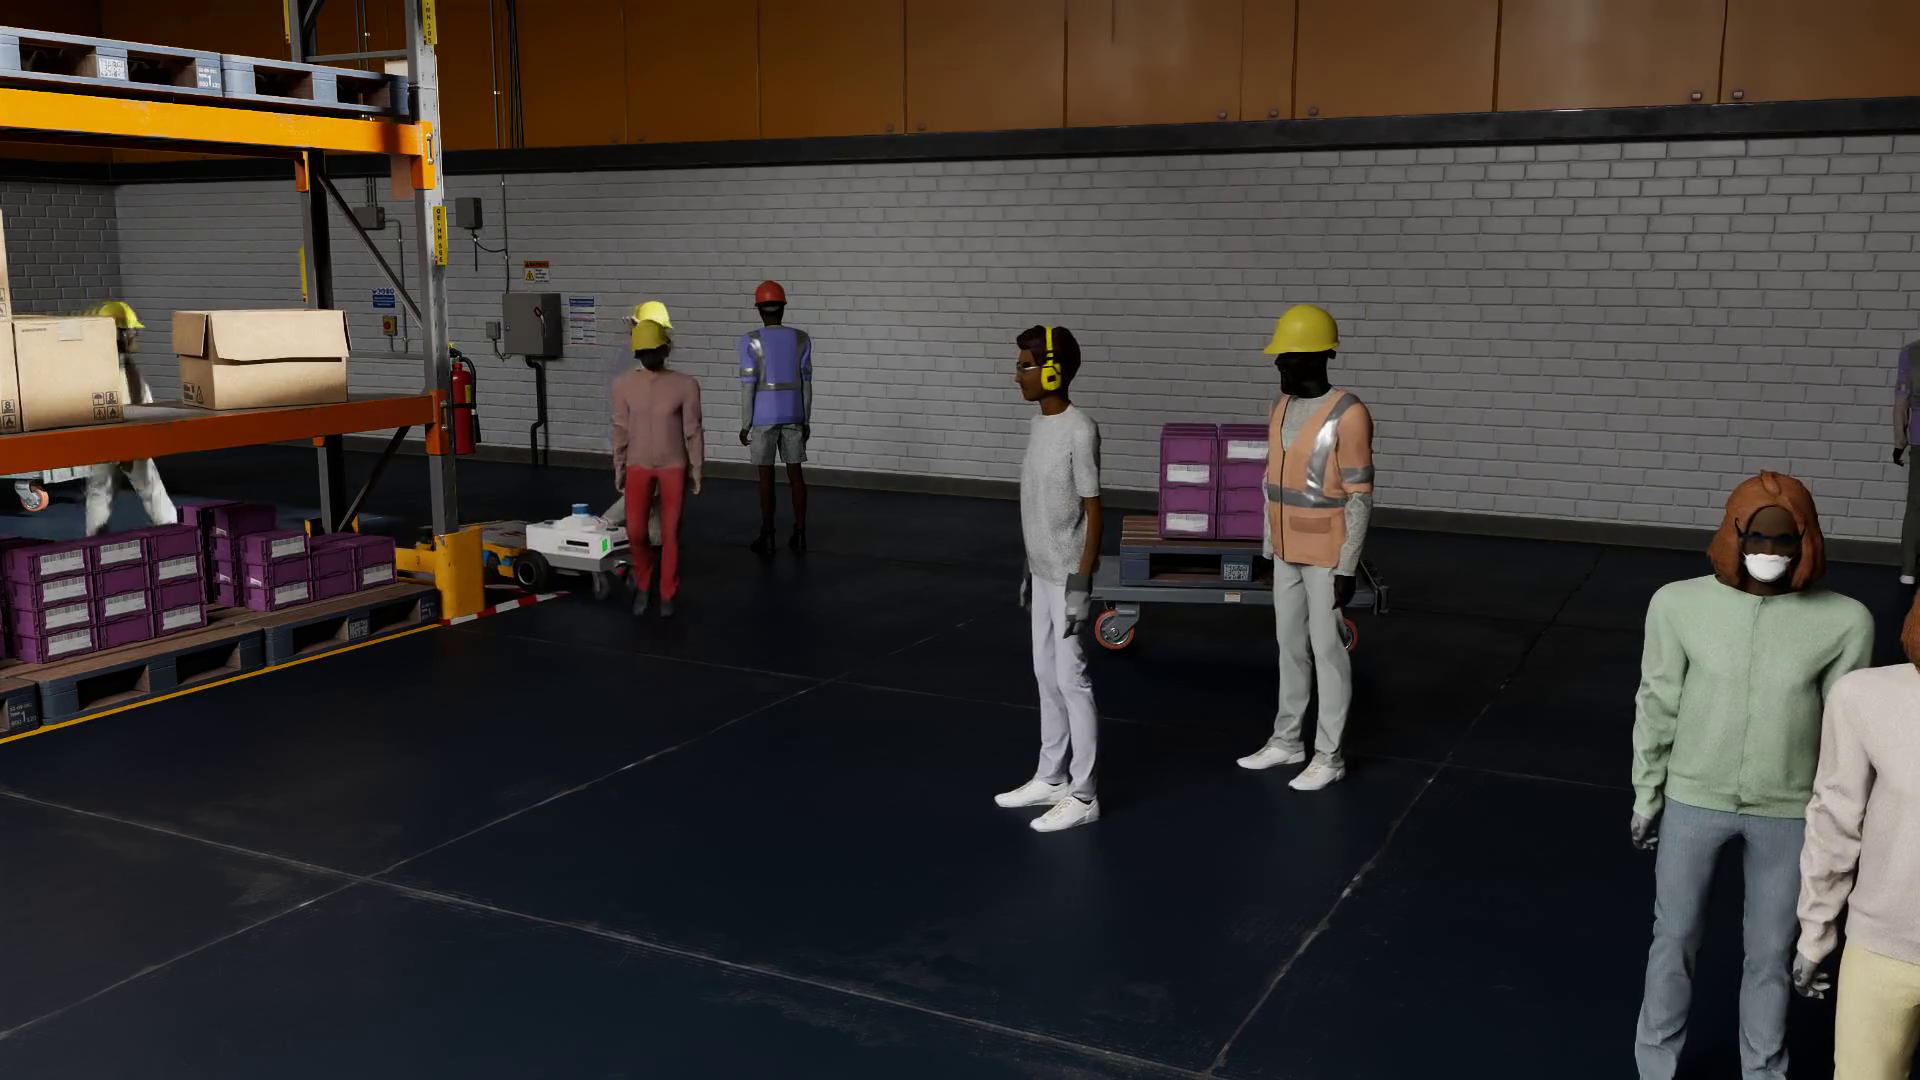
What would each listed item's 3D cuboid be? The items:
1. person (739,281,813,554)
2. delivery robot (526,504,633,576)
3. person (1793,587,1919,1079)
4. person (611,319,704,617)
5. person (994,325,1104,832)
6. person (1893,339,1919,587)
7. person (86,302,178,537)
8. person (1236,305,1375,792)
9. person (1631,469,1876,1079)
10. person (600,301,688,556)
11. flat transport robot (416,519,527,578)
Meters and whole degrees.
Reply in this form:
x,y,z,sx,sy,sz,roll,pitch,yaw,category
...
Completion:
x,y,z,sx,sy,sz,roll,pitch,yaw,category
-1.315,-0.866,11.813,0.542,1.929,0.374,-5,11,-27,person
-2.368,0.016,10.409,0.707,0.478,0.477,6,11,30,delivery robot
1.818,0.791,3.074,0.508,1.631,0.265,8,12,38,person
-1.756,-0.408,9.668,0.536,1.747,0.404,-1,10,-5,person
0.349,0.144,6.152,0.327,1.865,0.514,-4,10,-20,person
6.223,-0.638,10.522,0.589,1.919,0.391,9,13,42,person
-5.473,-0.680,11.106,0.621,1.792,0.872,9,13,43,person
1.381,0.035,6.610,0.383,1.924,0.589,-5,11,-25,person
1.843,0.644,3.922,0.498,1.633,0.281,4,11,21,person
-2.260,-0.747,11.504,0.720,1.798,0.603,-6,12,-33,person
-3.073,0.042,11.352,0.652,0.197,1.431,-10,14,-44,flat transport robot
